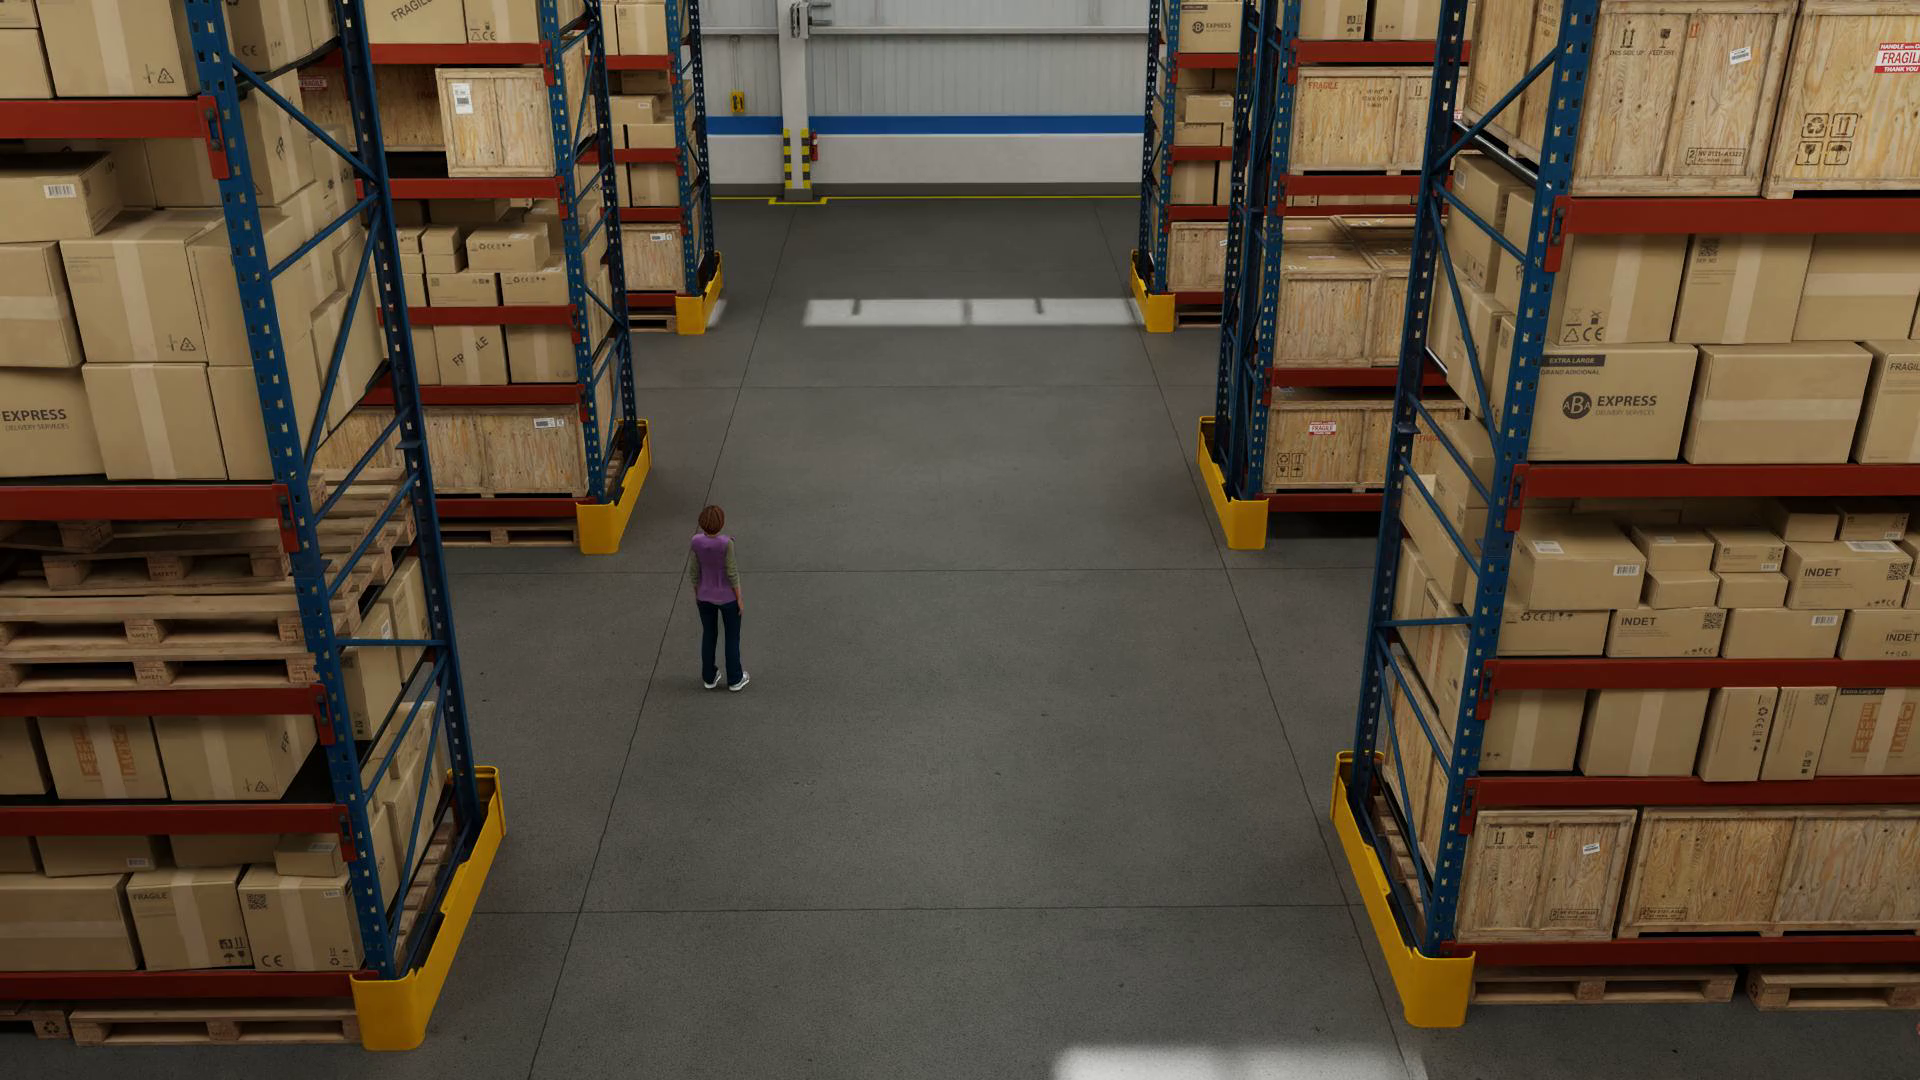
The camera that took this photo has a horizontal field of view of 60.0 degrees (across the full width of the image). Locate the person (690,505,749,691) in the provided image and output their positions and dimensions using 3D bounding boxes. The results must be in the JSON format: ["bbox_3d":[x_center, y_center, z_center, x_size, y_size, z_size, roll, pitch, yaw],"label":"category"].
[{"bbox_3d":[-1.898,0.447,13.116,0.410,1.602,0.331,6,26,12],"label":"person"}]
